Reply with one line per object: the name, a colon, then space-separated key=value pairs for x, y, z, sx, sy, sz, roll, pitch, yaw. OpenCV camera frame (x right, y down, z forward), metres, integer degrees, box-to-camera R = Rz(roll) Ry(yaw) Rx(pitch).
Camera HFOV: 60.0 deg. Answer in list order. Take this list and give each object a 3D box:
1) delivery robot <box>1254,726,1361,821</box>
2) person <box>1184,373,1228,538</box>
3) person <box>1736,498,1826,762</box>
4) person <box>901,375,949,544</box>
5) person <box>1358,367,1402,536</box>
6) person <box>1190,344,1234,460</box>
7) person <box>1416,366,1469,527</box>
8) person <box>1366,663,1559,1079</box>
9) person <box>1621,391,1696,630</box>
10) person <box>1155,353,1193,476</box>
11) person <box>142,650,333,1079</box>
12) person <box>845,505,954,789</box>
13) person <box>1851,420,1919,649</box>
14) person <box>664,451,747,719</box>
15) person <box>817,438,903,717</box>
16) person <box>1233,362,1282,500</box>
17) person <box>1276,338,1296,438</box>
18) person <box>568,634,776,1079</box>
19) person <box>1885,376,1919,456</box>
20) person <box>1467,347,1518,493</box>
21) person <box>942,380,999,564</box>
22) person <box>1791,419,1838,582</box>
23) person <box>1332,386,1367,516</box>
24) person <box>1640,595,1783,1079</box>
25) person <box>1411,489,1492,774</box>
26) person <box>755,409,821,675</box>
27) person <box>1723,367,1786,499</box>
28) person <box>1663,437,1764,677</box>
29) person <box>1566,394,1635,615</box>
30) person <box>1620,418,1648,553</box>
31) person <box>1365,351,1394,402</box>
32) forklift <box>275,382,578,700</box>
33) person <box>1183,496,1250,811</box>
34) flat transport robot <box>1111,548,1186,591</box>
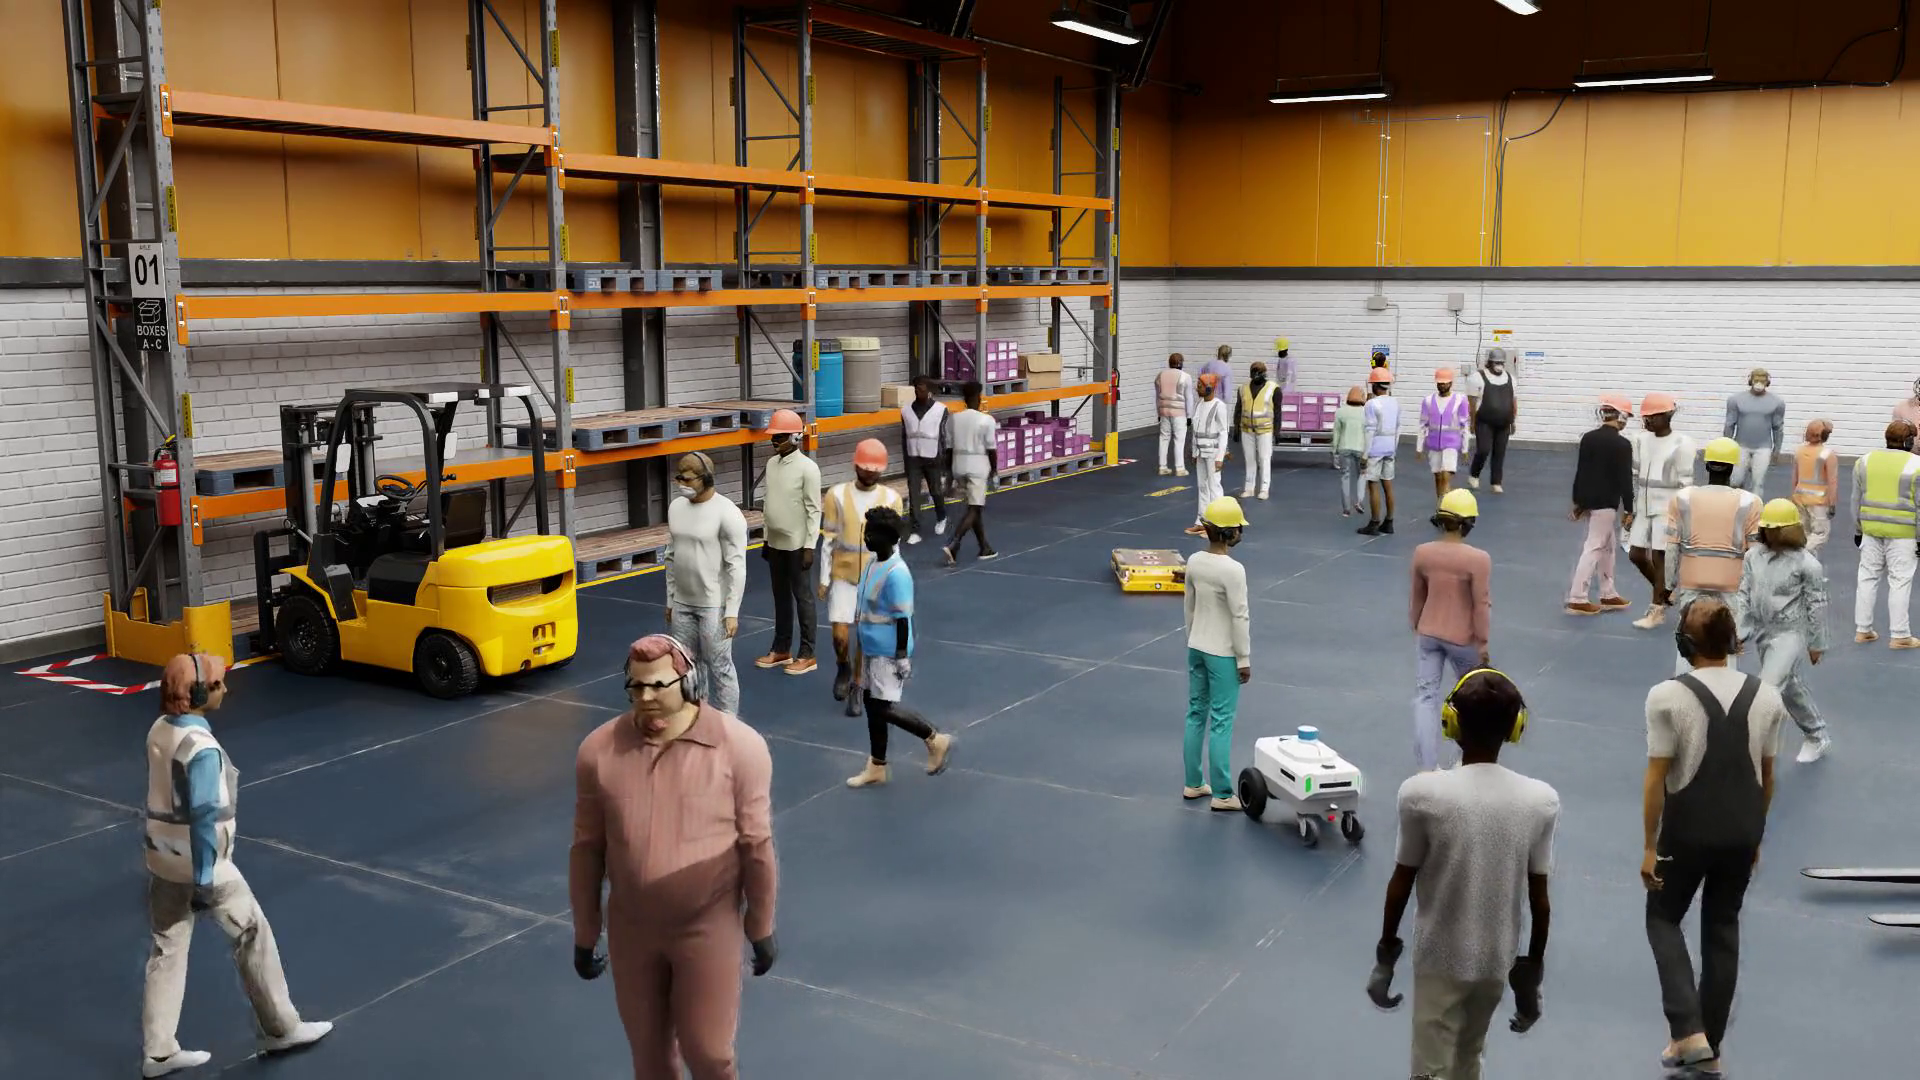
delivery robot: x=1.873 y=1.252 z=8.995 sx=0.477 sy=0.478 sz=0.707 roll=-2 pitch=9 yaw=-14
person: x=2.833 y=-0.968 z=19.010 sx=0.362 sy=1.883 sz=0.575 roll=-4 pitch=10 yaw=-22
person: x=4.974 y=0.571 z=10.026 sx=0.955 sy=1.684 sz=0.466 roll=-3 pitch=10 yaw=-20
person: x=-0.378 y=-0.935 z=18.795 sx=0.599 sy=1.891 sz=0.890 roll=3 pitch=10 yaw=19
person: x=4.815 y=-1.020 z=19.171 sx=0.551 sy=1.933 sz=0.378 roll=-6 pitch=11 yaw=-33
person: x=4.080 y=-2.191 z=26.641 sx=0.922 sy=1.892 sz=0.659 roll=-8 pitch=12 yaw=-40
person: x=5.703 y=-1.104 z=19.791 sx=0.575 sy=1.897 sz=0.945 roll=6 pitch=11 yaw=33
person: x=1.528 y=1.295 z=4.997 sx=0.519 sy=1.847 sz=0.813 roll=-1 pitch=9 yaw=-9
person: x=5.941 y=-0.254 z=14.126 sx=0.514 sy=2.026 sz=0.643 roll=-4 pitch=10 yaw=-23
person: x=3.206 y=-1.871 z=24.820 sx=0.618 sy=1.836 sz=0.431 roll=7 pitch=11 yaw=37
person: x=-2.792 y=1.206 z=6.302 sx=0.518 sy=1.610 sz=0.745 roll=8 pitch=12 yaw=41
person: x=-0.377 y=0.628 z=9.684 sx=0.540 sy=1.682 sz=0.540 roll=-3 pitch=10 yaw=-19
person: x=7.517 y=-0.052 z=13.422 sx=0.430 sy=1.844 sz=0.624 roll=-6 pitch=11 yaw=-31
person: x=-1.586 y=0.409 z=10.259 sx=0.627 sy=1.934 sz=0.372 roll=7 pitch=11 yaw=36
person: x=-0.678 y=0.247 z=11.328 sx=0.584 sy=1.911 sz=0.513 roll=-1 pitch=9 yaw=-5
person: x=3.936 y=-1.450 z=22.211 sx=0.647 sy=1.836 sz=0.555 roll=6 pitch=11 yaw=32
person: x=5.708 y=-2.634 z=29.424 sx=0.388 sy=1.889 sz=0.836 roll=-1 pitch=9 yaw=-5
person: x=-0.927 y=1.225 z=5.297 sx=0.667 sy=1.888 sz=0.436 roll=1 pitch=9 yaw=8
person: x=10.689 y=-0.893 z=18.546 sx=0.685 sy=1.878 sz=0.773 roll=7 pitch=11 yaw=35
person: x=7.334 y=-1.658 z=22.823 sx=0.685 sy=2.000 sz=0.540 roll=-1 pitch=9 yaw=-6
person: x=0.080 y=-0.701 z=17.283 sx=0.637 sy=1.916 sz=0.930 roll=7 pitch=12 yaw=38
person: x=8.178 y=-0.361 z=16.021 sx=0.621 sy=1.618 sz=0.528 roll=-3 pitch=9 yaw=-16
person: x=4.881 y=-1.100 z=20.667 sx=0.516 sy=1.620 sz=0.392 roll=3 pitch=10 yaw=17
person: x=2.784 y=1.118 z=6.214 sx=0.510 sy=1.818 sz=0.439 roll=0 pitch=9 yaw=2
person: x=2.939 y=0.564 z=9.833 sx=0.591 sy=1.747 sz=0.547 roll=-9 pitch=12 yaw=-43
person: x=-1.293 y=0.009 z=12.561 sx=0.609 sy=1.995 sz=0.375 roll=9 pitch=13 yaw=44
person: x=9.279 y=-1.065 z=19.466 sx=0.646 sy=1.928 sz=0.535 roll=4 pitch=10 yaw=23
person: x=5.024 y=0.274 z=11.119 sx=0.595 sy=1.925 sz=0.371 roll=5 pitch=10 yaw=27
person: x=5.733 y=-0.304 z=14.632 sx=0.800 sy=1.947 sz=0.669 roll=-2 pitch=9 yaw=-13
person: x=7.272 y=-0.592 z=17.589 sx=0.527 sy=1.590 sz=0.911 roll=-1 pitch=9 yaw=-5
person: x=6.118 y=-1.834 z=24.453 sx=0.520 sy=1.873 sz=0.328 roll=-5 pitch=10 yaw=-27
forklift: x=-3.974 y=-0.067 z=12.417 sx=2.313 sy=2.155 sz=1.214 roll=5 pitch=11 yaw=30
person: x=1.460 y=0.635 z=9.368 sx=0.319 sy=1.769 sz=0.523 roll=-5 pitch=10 yaw=-27
flat transport robot: x=1.858 y=0.278 z=16.241 sx=0.652 sy=0.197 sz=1.431 roll=0 pitch=9 yaw=0
